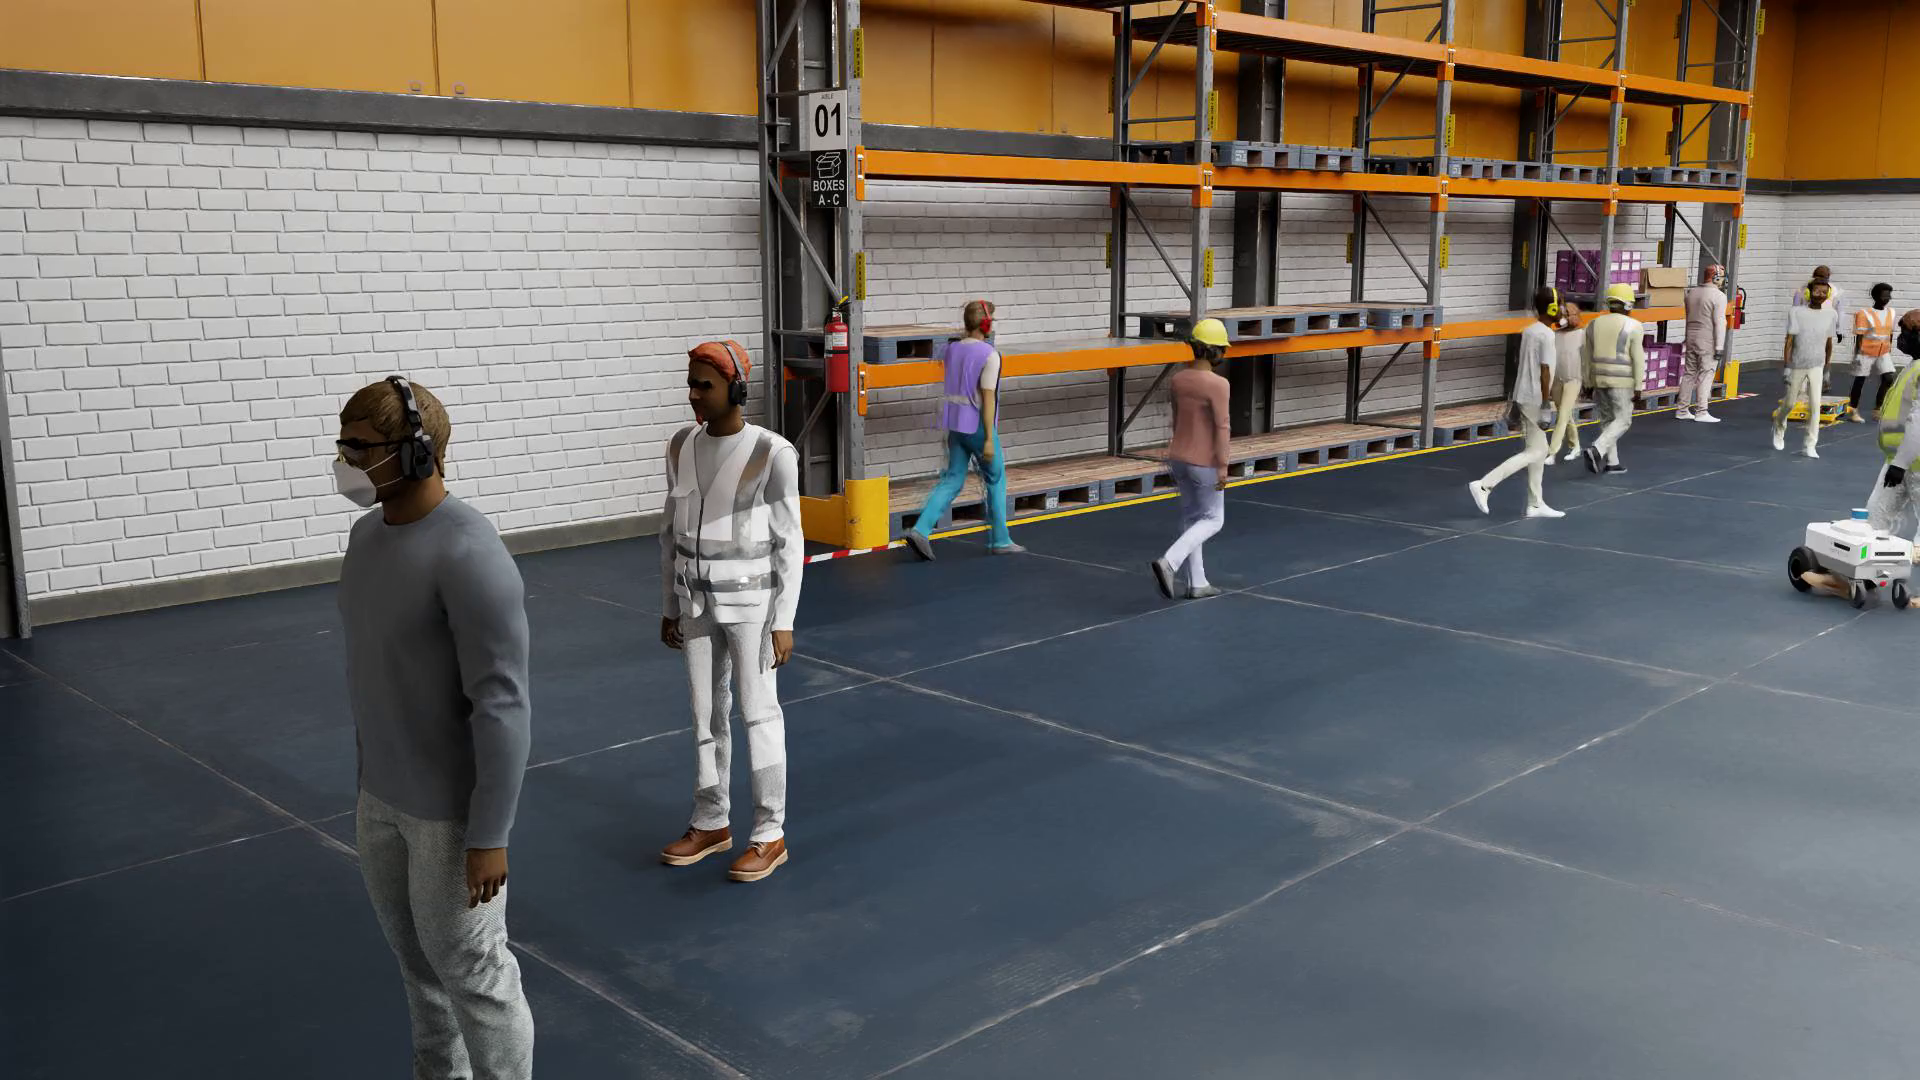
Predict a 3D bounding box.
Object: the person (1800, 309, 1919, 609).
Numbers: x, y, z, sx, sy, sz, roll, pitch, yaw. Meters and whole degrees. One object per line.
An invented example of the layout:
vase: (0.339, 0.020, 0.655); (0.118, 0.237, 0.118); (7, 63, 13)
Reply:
person: (5.625, -0.479, 9.996); (0.912, 1.798, 0.642); (3, 11, 17)

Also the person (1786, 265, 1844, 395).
person: (11.882, -2.895, 23.129); (0.699, 1.824, 0.452); (1, 10, 6)

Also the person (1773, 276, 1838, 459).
person: (8.652, -1.782, 17.048); (0.534, 1.838, 0.894); (1, 10, 8)

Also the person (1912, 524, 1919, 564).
person: (6.715, -0.698, 11.154); (0.784, 1.814, 0.661); (-4, 11, -21)

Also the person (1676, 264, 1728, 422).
person: (9.009, -2.367, 20.076); (0.402, 1.895, 0.661); (-3, 11, -16)

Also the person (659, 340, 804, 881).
person: (-0.817, 0.247, 5.825); (0.584, 1.882, 0.345); (6, 12, 31)

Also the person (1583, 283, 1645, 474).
person: (6.053, -1.479, 15.466); (0.685, 1.805, 0.602); (-7, 12, -33)

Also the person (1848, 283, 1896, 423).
person: (10.867, -2.205, 19.745); (0.554, 1.673, 0.607); (-1, 10, -6)

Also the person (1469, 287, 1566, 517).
person: (4.442, -1.073, 13.134); (0.730, 1.844, 0.552); (0, 10, 2)

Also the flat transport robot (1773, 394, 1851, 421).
flat transport robot: (10.544, -1.647, 20.555); (0.652, 0.197, 1.431); (7, 13, 35)

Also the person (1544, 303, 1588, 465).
person: (5.970, -1.549, 16.430); (0.870, 1.586, 0.519); (-9, 14, -40)

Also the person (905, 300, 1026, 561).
person: (0.035, -0.750, 11.497); (0.893, 1.813, 0.571); (-8, 13, -38)

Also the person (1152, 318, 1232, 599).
person: (1.394, -0.467, 10.107); (0.586, 1.743, 0.524); (-7, 12, -33)

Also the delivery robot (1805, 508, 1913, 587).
delivery robot: (5.548, 0.049, 10.276); (0.477, 0.478, 0.707); (0, 10, -1)

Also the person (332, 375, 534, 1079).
person: (-1.202, 0.596, 3.773); (0.356, 1.938, 0.638); (-10, 14, -43)
